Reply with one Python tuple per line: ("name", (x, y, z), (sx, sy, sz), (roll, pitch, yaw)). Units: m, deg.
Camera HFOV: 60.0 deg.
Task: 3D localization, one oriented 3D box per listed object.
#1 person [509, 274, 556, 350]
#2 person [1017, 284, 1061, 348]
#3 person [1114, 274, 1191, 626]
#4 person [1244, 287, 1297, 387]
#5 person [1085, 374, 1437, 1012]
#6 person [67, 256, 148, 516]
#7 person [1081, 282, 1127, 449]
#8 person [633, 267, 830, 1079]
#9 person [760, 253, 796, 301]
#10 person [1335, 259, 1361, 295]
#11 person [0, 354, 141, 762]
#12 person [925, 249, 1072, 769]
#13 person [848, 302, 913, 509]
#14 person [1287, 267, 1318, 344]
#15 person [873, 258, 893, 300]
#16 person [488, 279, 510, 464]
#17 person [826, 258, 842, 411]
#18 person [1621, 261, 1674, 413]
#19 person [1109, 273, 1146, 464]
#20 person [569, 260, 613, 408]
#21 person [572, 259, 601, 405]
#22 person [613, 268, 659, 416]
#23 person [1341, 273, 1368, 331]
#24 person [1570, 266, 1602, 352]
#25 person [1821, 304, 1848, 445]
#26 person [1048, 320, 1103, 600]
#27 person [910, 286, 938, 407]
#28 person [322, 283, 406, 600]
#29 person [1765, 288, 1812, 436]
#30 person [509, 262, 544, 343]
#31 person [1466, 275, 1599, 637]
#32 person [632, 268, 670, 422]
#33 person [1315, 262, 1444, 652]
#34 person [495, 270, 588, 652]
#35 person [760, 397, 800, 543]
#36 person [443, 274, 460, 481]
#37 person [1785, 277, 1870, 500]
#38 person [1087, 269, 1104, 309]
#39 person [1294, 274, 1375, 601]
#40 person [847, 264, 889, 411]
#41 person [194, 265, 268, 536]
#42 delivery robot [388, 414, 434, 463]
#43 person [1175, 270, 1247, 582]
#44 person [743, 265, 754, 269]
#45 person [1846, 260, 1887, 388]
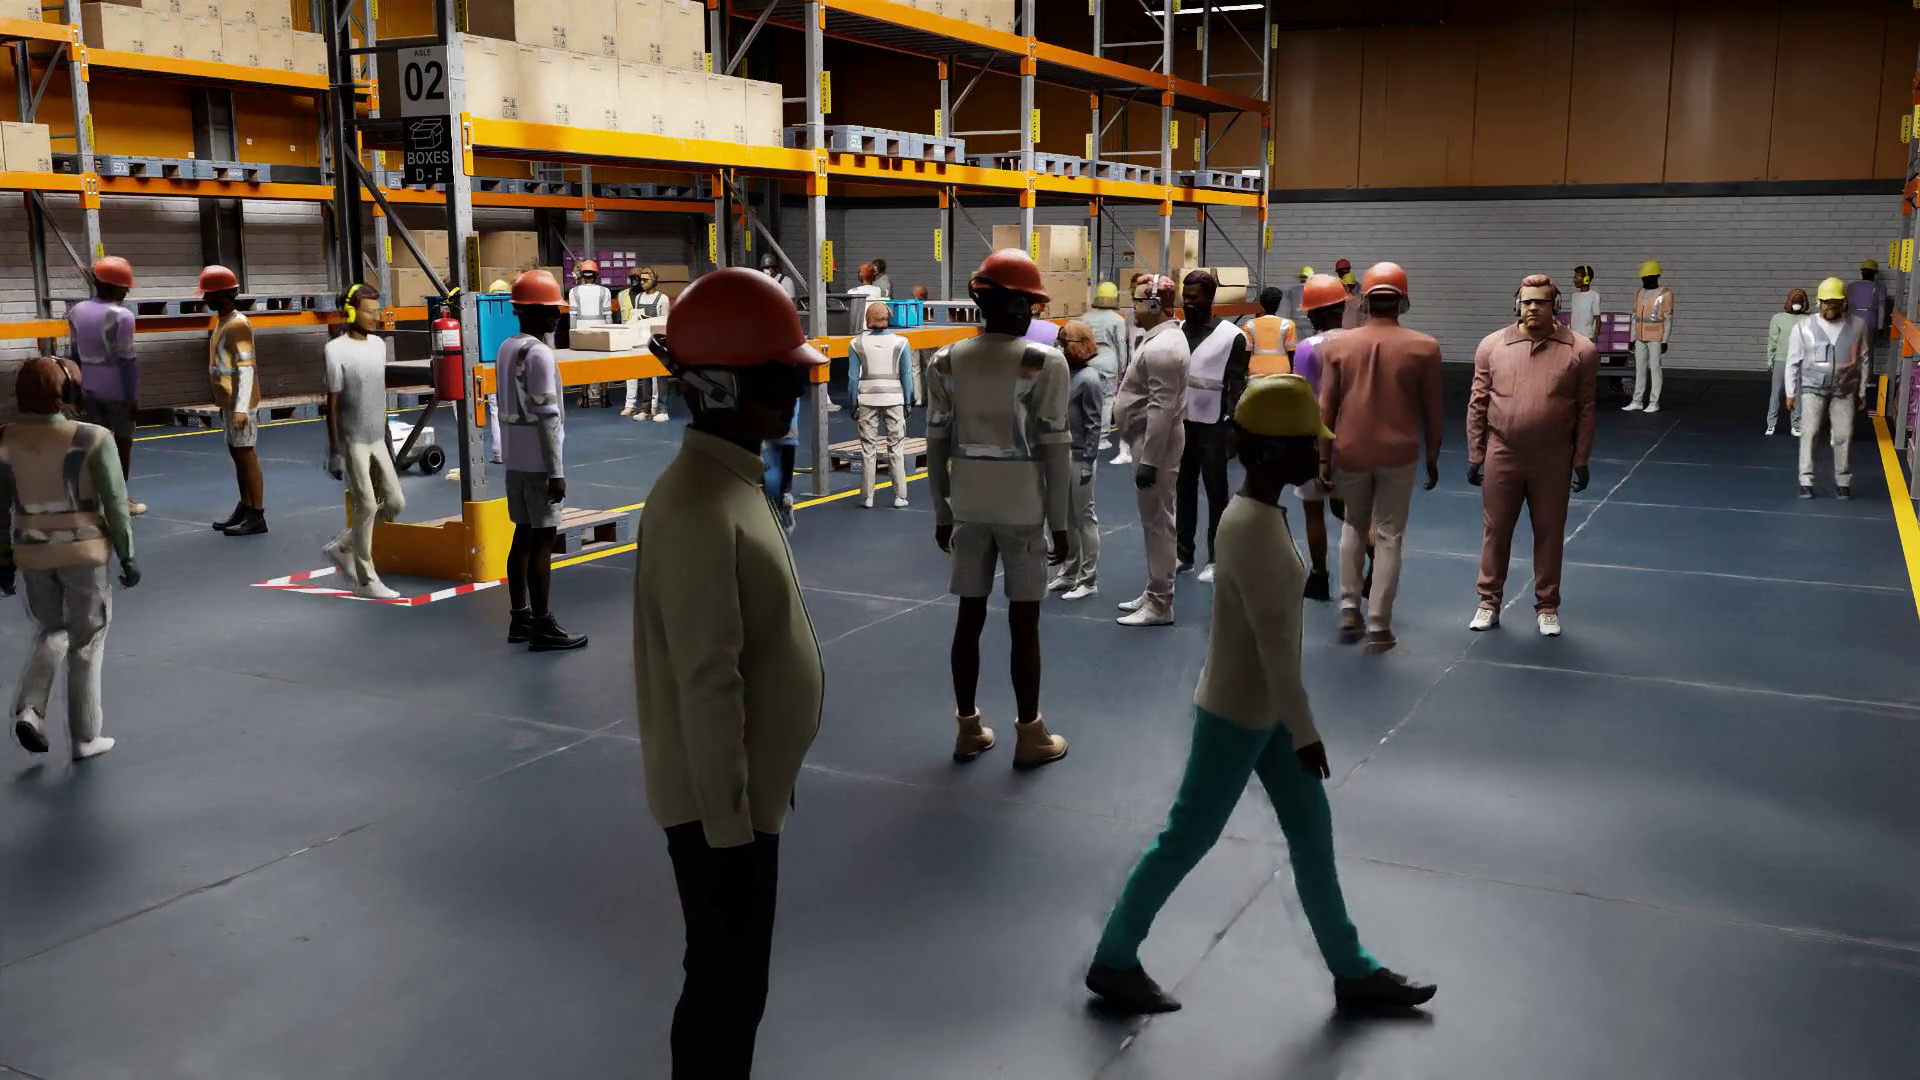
("person", (-4.238, -1.680, 16.259), (0.592, 1.829, 0.932), (-4, 11, -21))
("person", (0.485, -0.874, 11.531), (0.600, 1.831, 0.438), (5, 11, 27))
("person", (1.041, -0.486, 9.080), (0.410, 1.909, 0.642), (1, 10, 8))
("person", (2.986, -1.588, 16.057), (0.531, 1.698, 0.320), (4, 11, 21))
("person", (0.769, 0.429, 4.344), (0.923, 1.721, 0.527), (3, 10, 15))
("person", (-6.447, -1.117, 12.458), (0.637, 1.999, 0.724), (4, 11, 22))
("person", (1.498, -1.805, 17.236), (0.506, 1.722, 0.431), (5, 11, 27))
("person", (-0.431, 0.481, 3.221), (0.381, 1.994, 0.622), (-1, 10, -5))
("person", (-2.824, -3.291, 24.930), (0.687, 2.000, 0.535), (4, 11, 23))
("person", (6.054, -3.474, 26.318), (0.542, 1.928, 0.374), (-5, 11, -27))
("person", (-3.539, 0.083, 6.586), (0.522, 1.625, 0.388), (1, 10, 4))
("person", (0.167, -0.118, 6.574), (0.609, 2.036, 0.403), (5, 11, 27))
("person", (-0.626, -1.057, 13.157), (0.514, 1.639, 0.311), (0, 10, -2))
("person", (5.514, -3.414, 26.371), (0.602, 1.783, 0.889), (9, 13, 42))
("person", (-1.248, -3.572, 26.855), (0.354, 1.937, 0.639), (-3, 10, -15))
("person", (-4.388, -1.610, 15.991), (0.526, 1.769, 0.330), (-5, 11, -25))
("person", (-1.743, -2.649, 21.369), (0.393, 1.986, 0.611), (-3, 10, -17))
("person", (8.747, -2.573, 21.118), (0.383, 1.921, 0.585), (-5, 11, -25))
("person", (1.828, -1.664, 16.119), (0.527, 1.839, 0.916), (8, 13, 39))
("person", (-4.810, -2.679, 21.714), (0.552, 1.924, 0.379), (-2, 10, -11))
("person", (-4.965, -2.763, 22.165), (0.379, 1.940, 0.629), (-1, 10, -7))
("person", (-4.001, -2.447, 20.647), (0.667, 1.839, 0.429), (2, 10, 9))
("person", (5.583, -2.972, 23.936), (0.526, 1.737, 0.764), (-1, 10, -4))
("person", (7.716, -2.463, 20.650), (0.323, 1.864, 0.521), (-3, 10, -19))
("person", (9.184, -1.817, 17.573), (0.507, 1.631, 0.273), (8, 12, 38))
("person", (0.662, -0.469, 9.757), (0.282, 1.636, 0.498), (-4, 11, -22))
("person", (-0.543, -2.577, 22.102), (0.516, 1.589, 0.893), (-2, 10, -9))
("person", (-3.513, -0.568, 9.717), (0.473, 1.845, 0.551), (4, 10, 19))
("person", (9.210, -1.965, 18.433), (0.497, 1.632, 0.289), (4, 10, 21))
("person", (-5.647, -2.683, 21.801), (0.649, 1.911, 0.713), (-3, 10, -17))
("person", (3.017, -0.444, 8.834), (0.651, 1.907, 0.409), (4, 11, 21))
("person", (-3.716, -2.344, 20.014), (0.506, 1.846, 0.346), (5, 11, 26))
("person", (2.160, -0.430, 8.567), (0.606, 1.973, 0.611), (5, 11, 28))
("person", (-2.149, -0.405, 8.519), (0.373, 1.934, 0.551), (-7, 12, -36))
("person", (-1.094, -0.287, 8.648), (0.529, 1.658, 0.851), (2, 10, 14))
("person", (-4.449, -1.447, 14.826), (0.429, 1.846, 0.625), (-2, 10, -10))
("person", (7.143, -1.244, 13.718), (0.625, 1.822, 0.421), (3, 10, 18))
("person", (2.031, -3.306, 25.679), (0.606, 1.809, 0.795), (10, 14, 44))
("person", (2.160, -0.556, 9.483), (0.554, 1.910, 0.671), (-5, 11, -26))
("person", (-1.180, -2.596, 21.355), (0.586, 1.883, 0.340), (-3, 10, -19))
("person", (-5.233, -0.994, 11.947), (0.376, 1.931, 0.542), (-7, 12, -34))
("delivery robot", (-5.136, -0.899, 15.105), (0.477, 0.478, 0.707), (6, 11, 32))
("person", (1.498, -0.703, 10.301), (0.595, 1.917, 0.373), (9, 14, 43))
("person", (-3.360, -3.417, 26.296), (0.628, 1.829, 0.454), (5, 11, 27))
("person", (13.594, -3.245, 25.023), (0.583, 1.916, 0.392), (9, 13, 42))
